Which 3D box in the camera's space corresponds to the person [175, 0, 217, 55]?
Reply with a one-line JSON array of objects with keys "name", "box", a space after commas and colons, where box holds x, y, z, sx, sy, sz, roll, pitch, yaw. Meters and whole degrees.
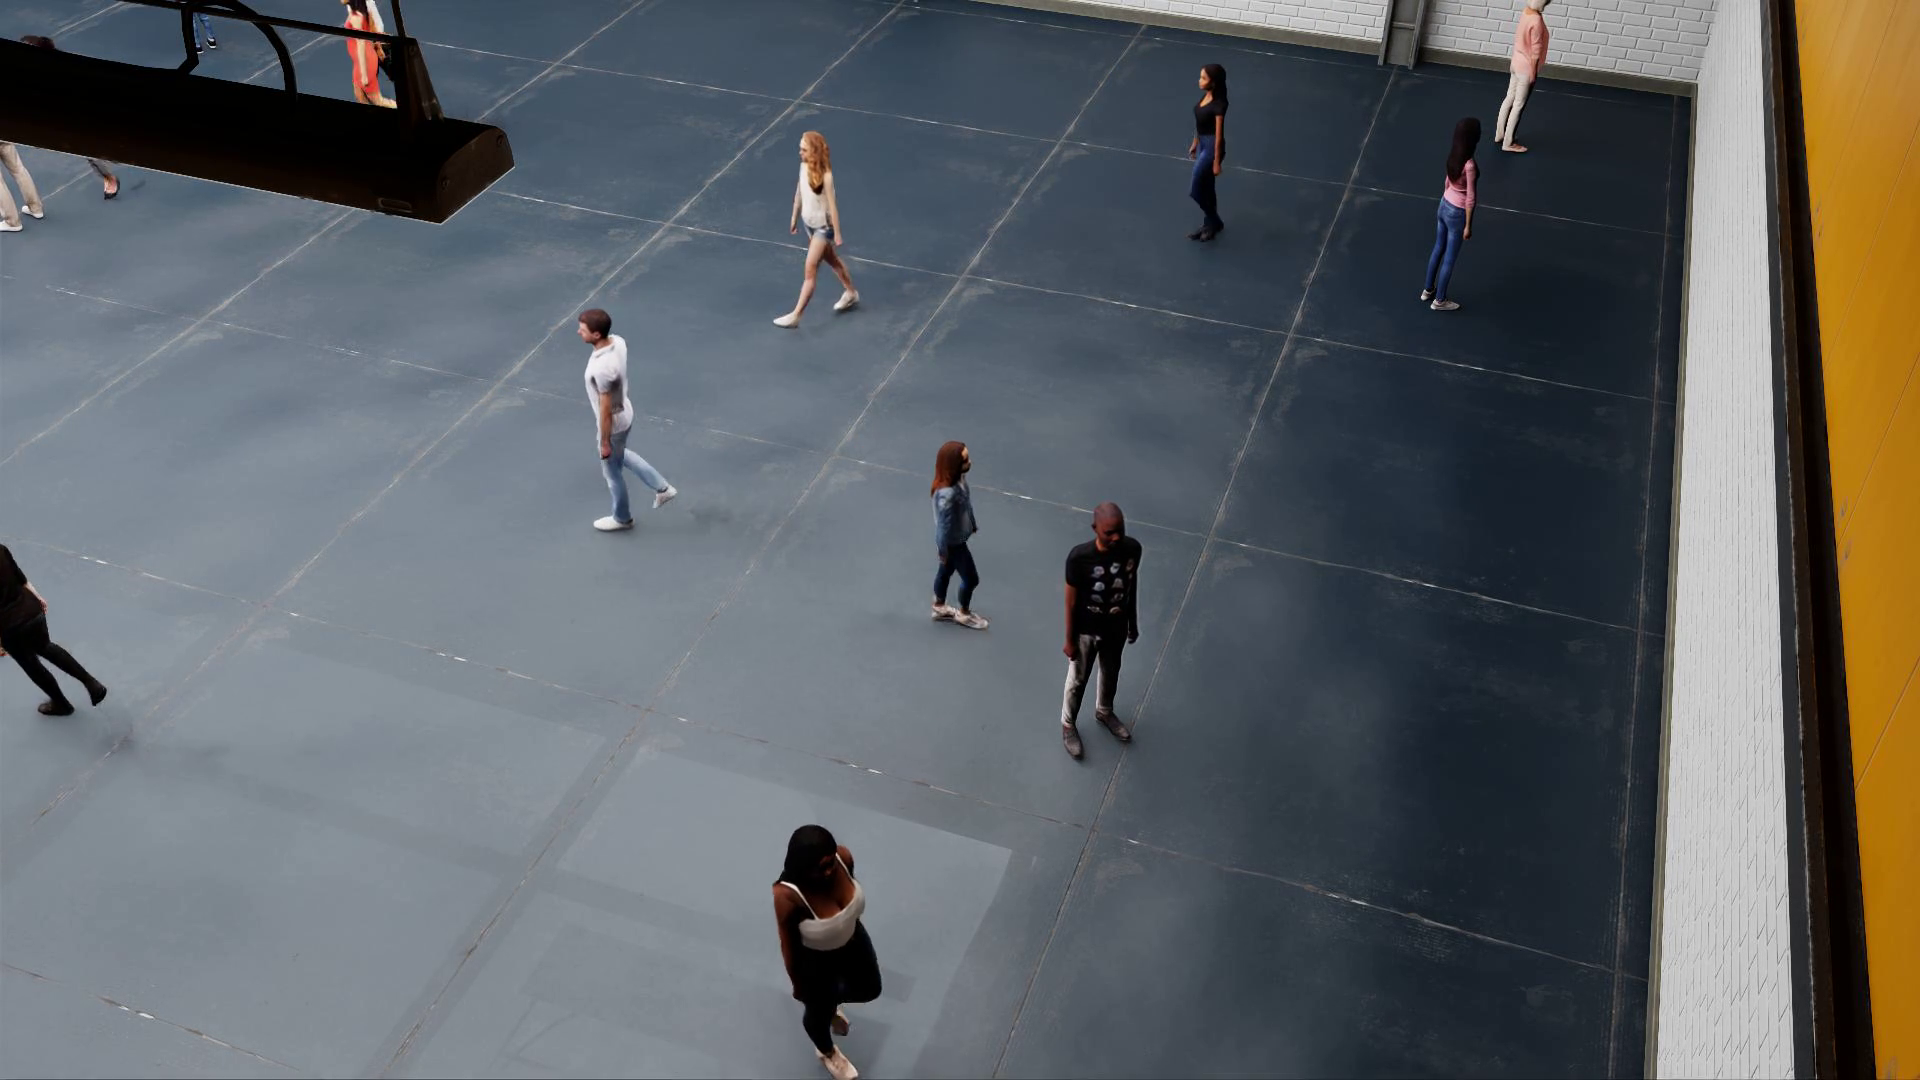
[{"name": "person", "box": [-8.747, -6.170, 18.855, 0.568, 1.255, 0.563, 27, 46, 30]}]

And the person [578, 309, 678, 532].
[{"name": "person", "box": [-2.353, -0.831, 11.700, 0.958, 1.841, 0.837, 1, 39, 1]}]

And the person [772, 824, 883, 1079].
[{"name": "person", "box": [-0.722, 1.981, 8.210, 0.832, 1.801, 0.790, 30, 48, 32]}]

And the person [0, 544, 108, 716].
[{"name": "person", "box": [-5.702, 0.524, 10.187, 0.816, 1.611, 0.666, 13, 40, 16]}]

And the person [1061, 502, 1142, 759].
[{"name": "person", "box": [0.841, 0.505, 10.055, 0.751, 1.805, 0.813, -16, 41, -19]}]

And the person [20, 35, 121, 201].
[{"name": "person", "box": [-8.419, -4.033, 15.873, 0.674, 1.638, 0.835, -7, 39, -9]}]

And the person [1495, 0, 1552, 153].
[{"name": "person", "box": [5.683, -4.776, 16.731, 0.664, 1.726, 0.675, -3, 39, -4]}]

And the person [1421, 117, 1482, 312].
[{"name": "person", "box": [4.235, -2.804, 14.249, 0.675, 1.743, 0.646, -9, 39, -11]}]

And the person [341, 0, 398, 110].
[{"name": "person", "box": [-5.902, -4.780, 16.763, 1.113, 1.694, 0.979, -10, 40, -13]}]

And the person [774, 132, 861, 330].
[{"name": "person", "box": [-1.104, -2.644, 14.070, 1.086, 1.716, 1.138, -24, 44, -27]}]

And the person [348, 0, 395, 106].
[{"name": "person", "box": [-5.913, -5.078, 17.081, 1.286, 1.762, 1.065, -8, 39, -10]}]

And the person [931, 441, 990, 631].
[{"name": "person", "box": [-0.115, -0.035, 11.002, 0.678, 1.467, 0.645, 6, 39, 7]}]

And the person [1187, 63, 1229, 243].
[{"name": "person", "box": [2.358, -3.523, 15.161, 0.724, 1.728, 0.685, -3, 39, -4]}]
